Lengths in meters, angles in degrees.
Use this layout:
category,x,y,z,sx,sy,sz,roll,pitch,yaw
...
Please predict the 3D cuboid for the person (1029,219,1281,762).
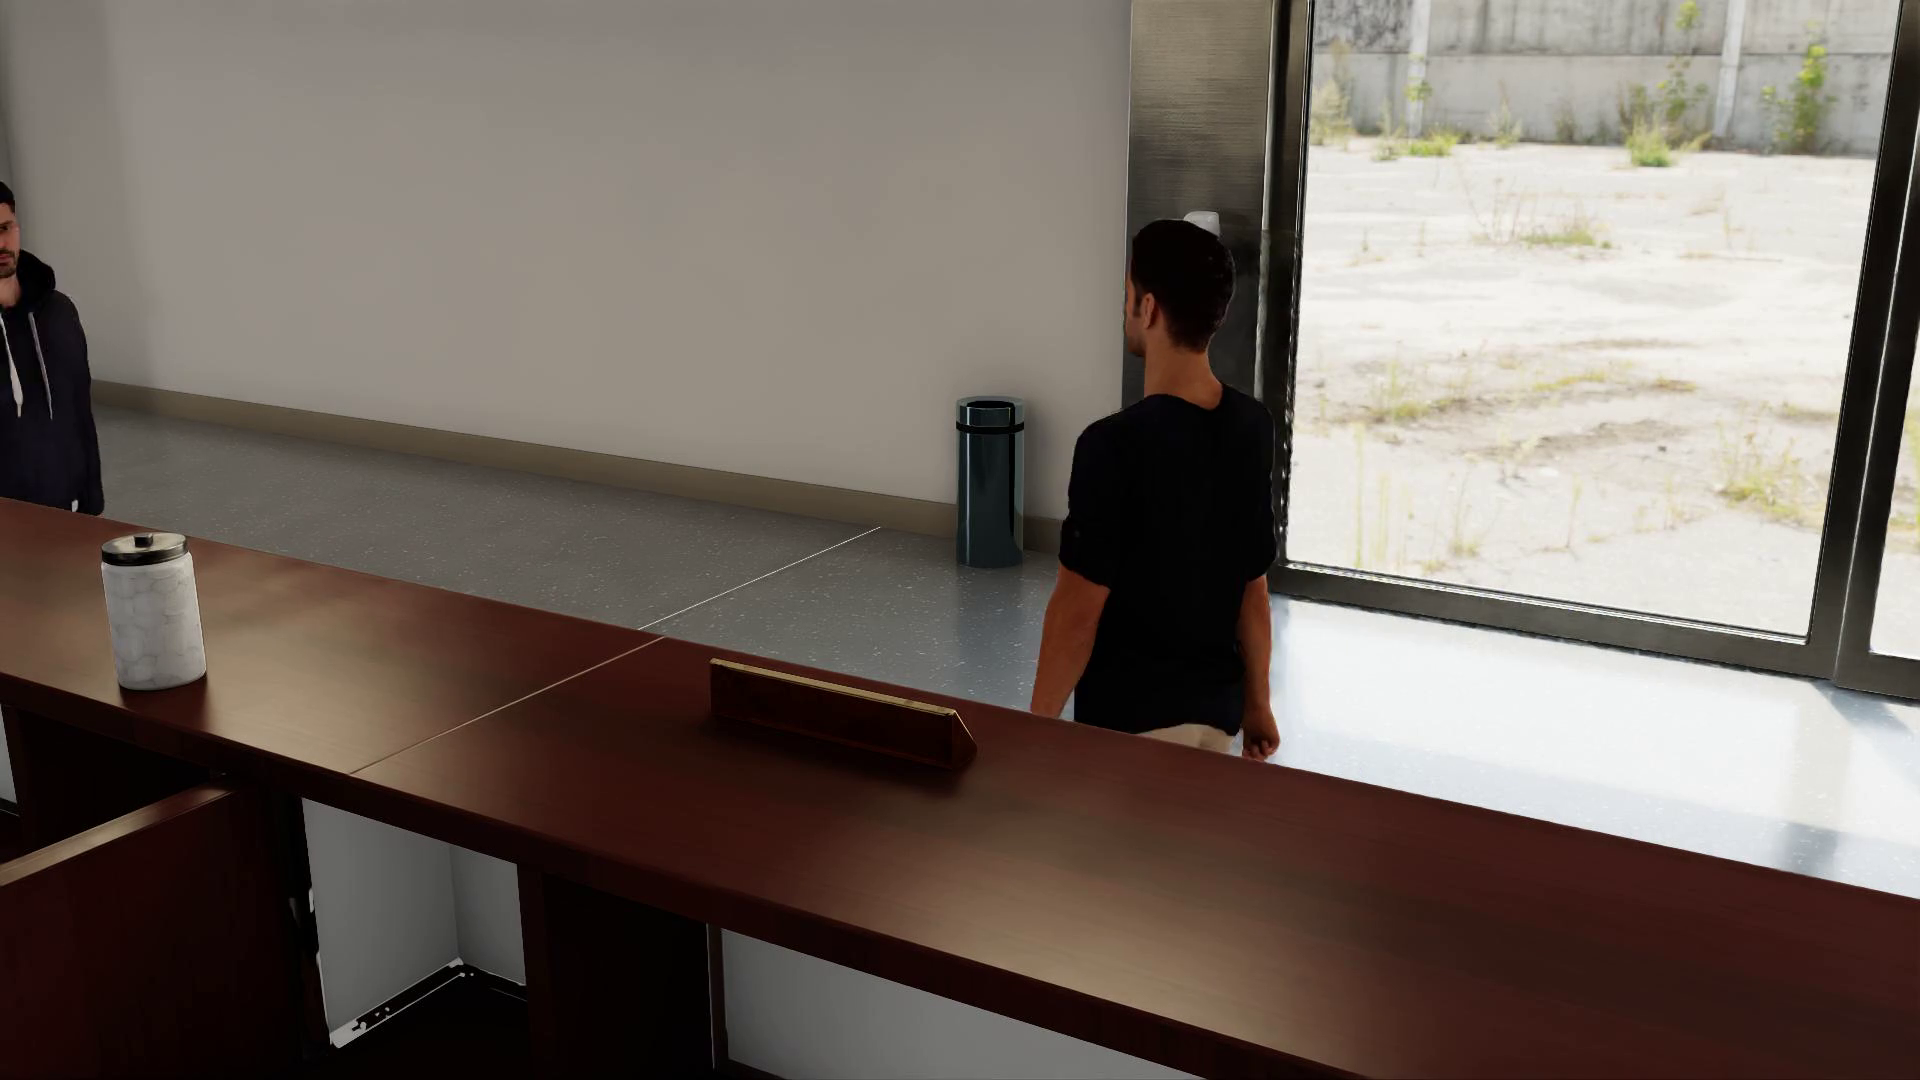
category,x,y,z,sx,sy,sz,roll,pitch,yaw
person,0.439,0.380,3.063,1.177,1.811,0.952,-14,21,-40
